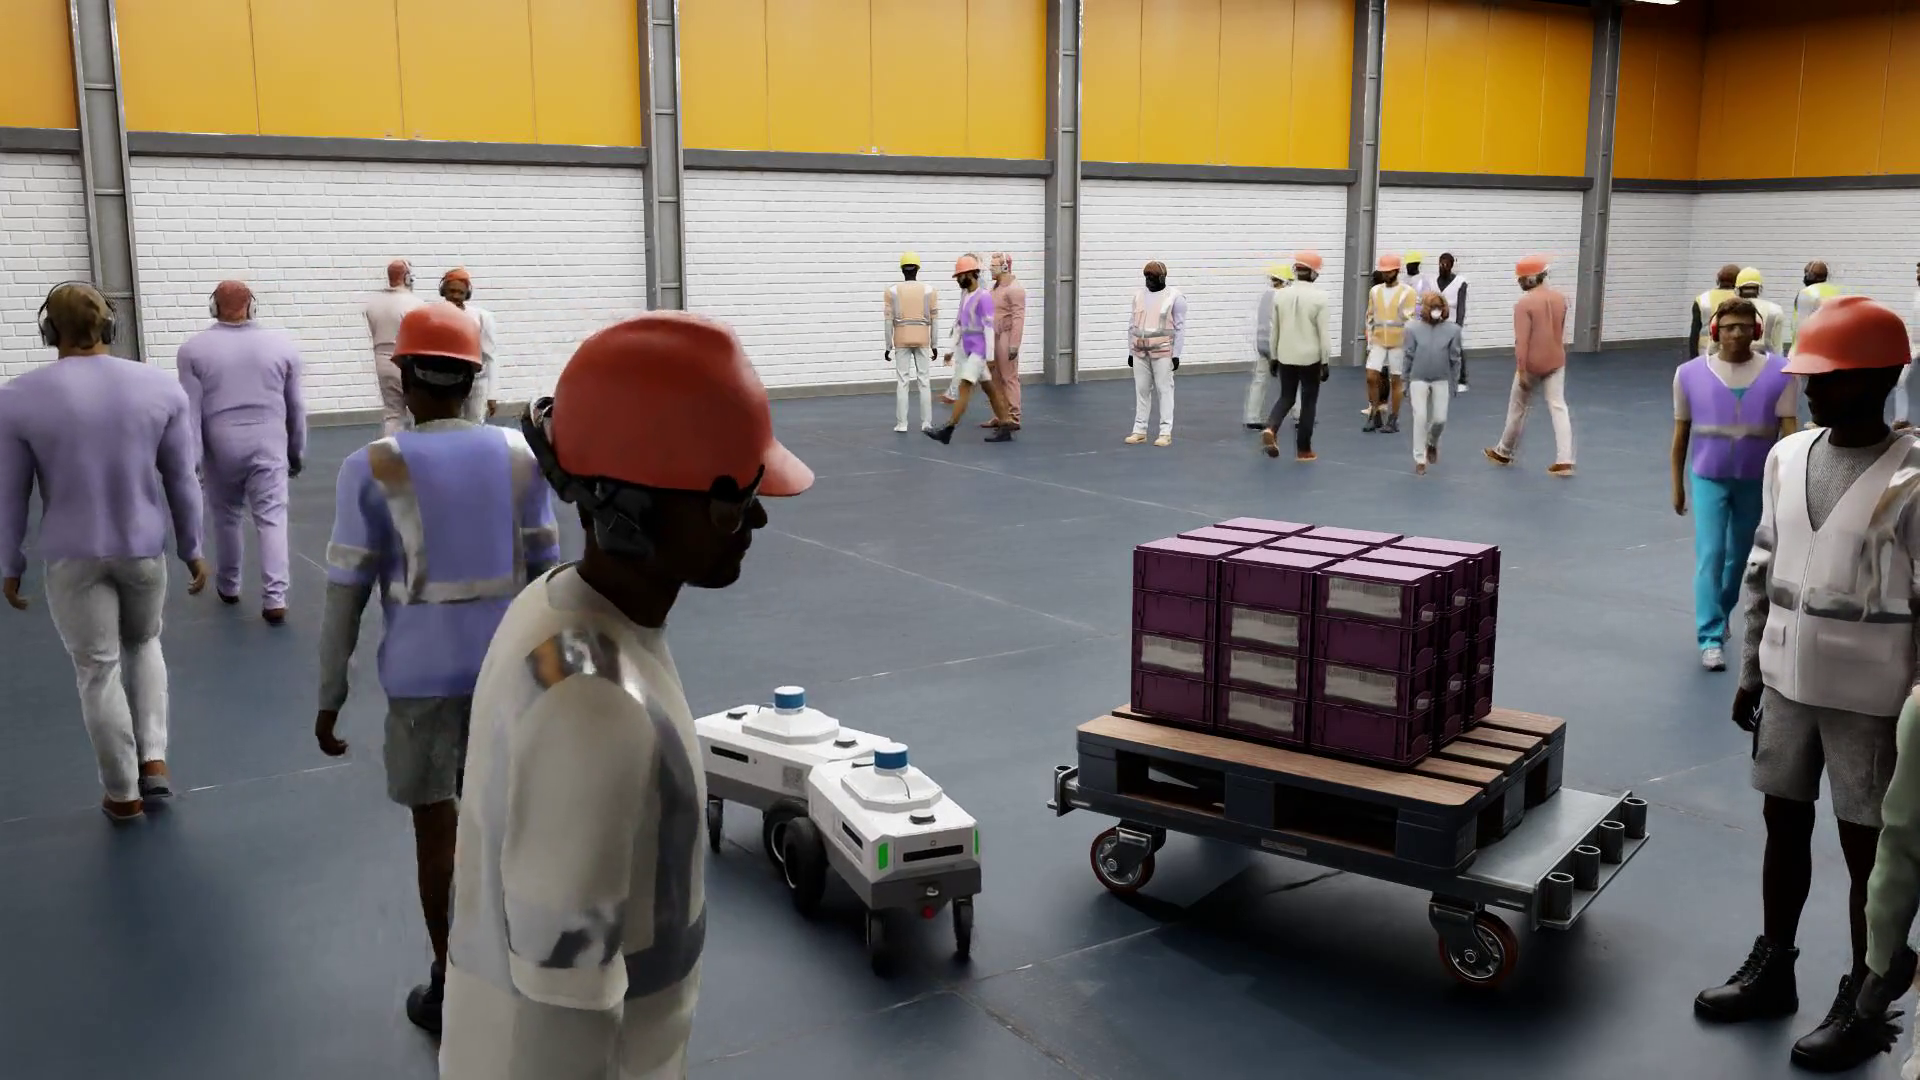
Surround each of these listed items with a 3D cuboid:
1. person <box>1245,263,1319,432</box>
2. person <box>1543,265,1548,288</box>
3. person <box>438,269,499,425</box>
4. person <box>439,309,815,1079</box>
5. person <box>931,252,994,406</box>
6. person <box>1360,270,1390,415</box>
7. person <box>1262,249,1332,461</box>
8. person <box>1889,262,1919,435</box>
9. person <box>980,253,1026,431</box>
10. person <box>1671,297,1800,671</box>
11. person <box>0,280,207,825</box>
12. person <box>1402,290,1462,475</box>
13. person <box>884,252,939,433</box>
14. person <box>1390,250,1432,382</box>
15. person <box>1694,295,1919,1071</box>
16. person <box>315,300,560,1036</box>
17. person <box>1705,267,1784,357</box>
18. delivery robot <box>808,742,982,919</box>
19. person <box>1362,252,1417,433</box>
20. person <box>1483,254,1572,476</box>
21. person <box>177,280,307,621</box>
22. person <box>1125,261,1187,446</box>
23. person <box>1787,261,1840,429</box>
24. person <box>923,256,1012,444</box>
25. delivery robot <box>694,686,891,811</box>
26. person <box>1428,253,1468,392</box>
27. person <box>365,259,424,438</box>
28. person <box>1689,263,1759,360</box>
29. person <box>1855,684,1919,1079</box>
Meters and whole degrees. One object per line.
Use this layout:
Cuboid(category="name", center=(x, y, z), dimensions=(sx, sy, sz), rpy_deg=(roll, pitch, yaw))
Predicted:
Cuboid(category="person", center=(3.450, -2.039, 17.721), dimensions=(0.874, 1.787, 0.615), rpy_deg=(-3, 11, -17))
Cuboid(category="person", center=(9.314, -3.645, 26.801), dimensions=(0.347, 1.699, 0.659), rpy_deg=(2, 11, 12))
Cuboid(category="person", center=(-3.799, -1.133, 12.628), dimensions=(0.609, 1.828, 0.985), rpy_deg=(-1, 10, -4))
Cuboid(category="person", center=(-0.529, 0.713, 2.135), dimensions=(0.735, 2.002, 0.626), rpy_deg=(-3, 11, -17))
Cuboid(category="person", center=(0.167, -2.584, 20.478), dimensions=(1.007, 1.893, 0.636), rpy_deg=(-1, 10, -3))
Cuboid(category="person", center=(4.901, -2.306, 19.454), dimensions=(0.318, 1.699, 0.535), rpy_deg=(7, 12, 32))
Cuboid(category="person", center=(3.091, -1.674, 15.237), dimensions=(0.625, 1.969, 0.690), rpy_deg=(8, 13, 38))
Cuboid(category="person", center=(10.044, -2.008, 17.426), dimensions=(0.645, 1.850, 0.513), rpy_deg=(-2, 11, -12))
Cuboid(category="person", center=(0.448, -2.126, 17.894), dimensions=(0.403, 1.906, 0.651), rpy_deg=(-4, 11, -22))
Cuboid(category="person", center=(3.818, -0.312, 8.272), dimensions=(0.565, 1.801, 0.984), rpy_deg=(3, 11, 15))
Cuboid(category="person", center=(-3.048, 0.054, 5.890), dimensions=(0.659, 1.923, 0.473), rpy_deg=(-8, 13, -39))
Cuboid(category="person", center=(4.146, -1.395, 14.685), dimensions=(0.506, 1.617, 0.461), rpy_deg=(2, 10, 10))
Cuboid(category="person", center=(-0.520, -2.092, 17.680), dimensions=(0.586, 1.917, 0.381), rpy_deg=(-1, 10, -7))
Cuboid(category="person", center=(6.568, -3.208, 23.847), dimensions=(0.844, 1.902, 0.592), rpy_deg=(-6, 12, -31))
Cuboid(category="person", center=(2.175, 0.362, 4.174), dimensions=(0.374, 1.935, 0.552), rpy_deg=(-5, 11, -24))
Cuboid(category="person", center=(-1.350, 0.342, 4.342), dimensions=(0.671, 1.909, 0.482), rpy_deg=(-8, 13, -38))
Cuboid(category="person", center=(7.039, -1.544, 14.995), dimensions=(0.622, 1.796, 0.835), rpy_deg=(3, 11, 16))
Cuboid(category="delivery robot", center=(-0.206, 0.854, 5.007), dimensions=(0.477, 0.478, 0.707), rpy_deg=(-4, 11, -22))
Cuboid(category="person", center=(4.515, -2.064, 17.521), dimensions=(0.570, 1.913, 0.591), rpy_deg=(8, 13, 37))
Cuboid(category="person", center=(5.067, -1.540, 14.641), dimensions=(0.633, 1.920, 1.068), rpy_deg=(-3, 11, -18))
Cuboid(category="person", center=(-3.938, -0.501, 9.164), dimensions=(0.654, 1.843, 1.017), rpy_deg=(-6, 12, -28))
Cuboid(category="person", center=(1.936, -1.857, 16.620), dimensions=(0.621, 1.838, 0.429), rpy_deg=(8, 13, 36))
Cuboid(category="person", center=(9.180, -2.117, 18.124), dimensions=(0.646, 1.799, 0.921), rpy_deg=(-5, 11, -24))
Cuboid(category="person", center=(0.083, -1.894, 16.703), dimensions=(1.038, 1.866, 0.555), rpy_deg=(-4, 11, -19))
Cuboid(category="delivery robot", center=(-0.576, 0.739, 5.640), dimensions=(0.707, 0.478, 0.477), rpy_deg=(8, 13, 39))
Cuboid(category="person", center=(6.474, -2.875, 22.134), dimensions=(1.020, 1.859, 0.612), rpy_deg=(-9, 13, -40))
Cuboid(category="person", center=(-4.666, -1.403, 13.990), dimensions=(0.653, 1.892, 0.436), rpy_deg=(4, 11, 23))
Cuboid(category="person", center=(7.485, -1.795, 16.321), dimensions=(0.630, 1.827, 0.604), rpy_deg=(4, 11, 22))
Cuboid(category="person", center=(1.737, 0.798, 2.629), dimensions=(0.544, 1.612, 0.675), rpy_deg=(5, 11, 24))
